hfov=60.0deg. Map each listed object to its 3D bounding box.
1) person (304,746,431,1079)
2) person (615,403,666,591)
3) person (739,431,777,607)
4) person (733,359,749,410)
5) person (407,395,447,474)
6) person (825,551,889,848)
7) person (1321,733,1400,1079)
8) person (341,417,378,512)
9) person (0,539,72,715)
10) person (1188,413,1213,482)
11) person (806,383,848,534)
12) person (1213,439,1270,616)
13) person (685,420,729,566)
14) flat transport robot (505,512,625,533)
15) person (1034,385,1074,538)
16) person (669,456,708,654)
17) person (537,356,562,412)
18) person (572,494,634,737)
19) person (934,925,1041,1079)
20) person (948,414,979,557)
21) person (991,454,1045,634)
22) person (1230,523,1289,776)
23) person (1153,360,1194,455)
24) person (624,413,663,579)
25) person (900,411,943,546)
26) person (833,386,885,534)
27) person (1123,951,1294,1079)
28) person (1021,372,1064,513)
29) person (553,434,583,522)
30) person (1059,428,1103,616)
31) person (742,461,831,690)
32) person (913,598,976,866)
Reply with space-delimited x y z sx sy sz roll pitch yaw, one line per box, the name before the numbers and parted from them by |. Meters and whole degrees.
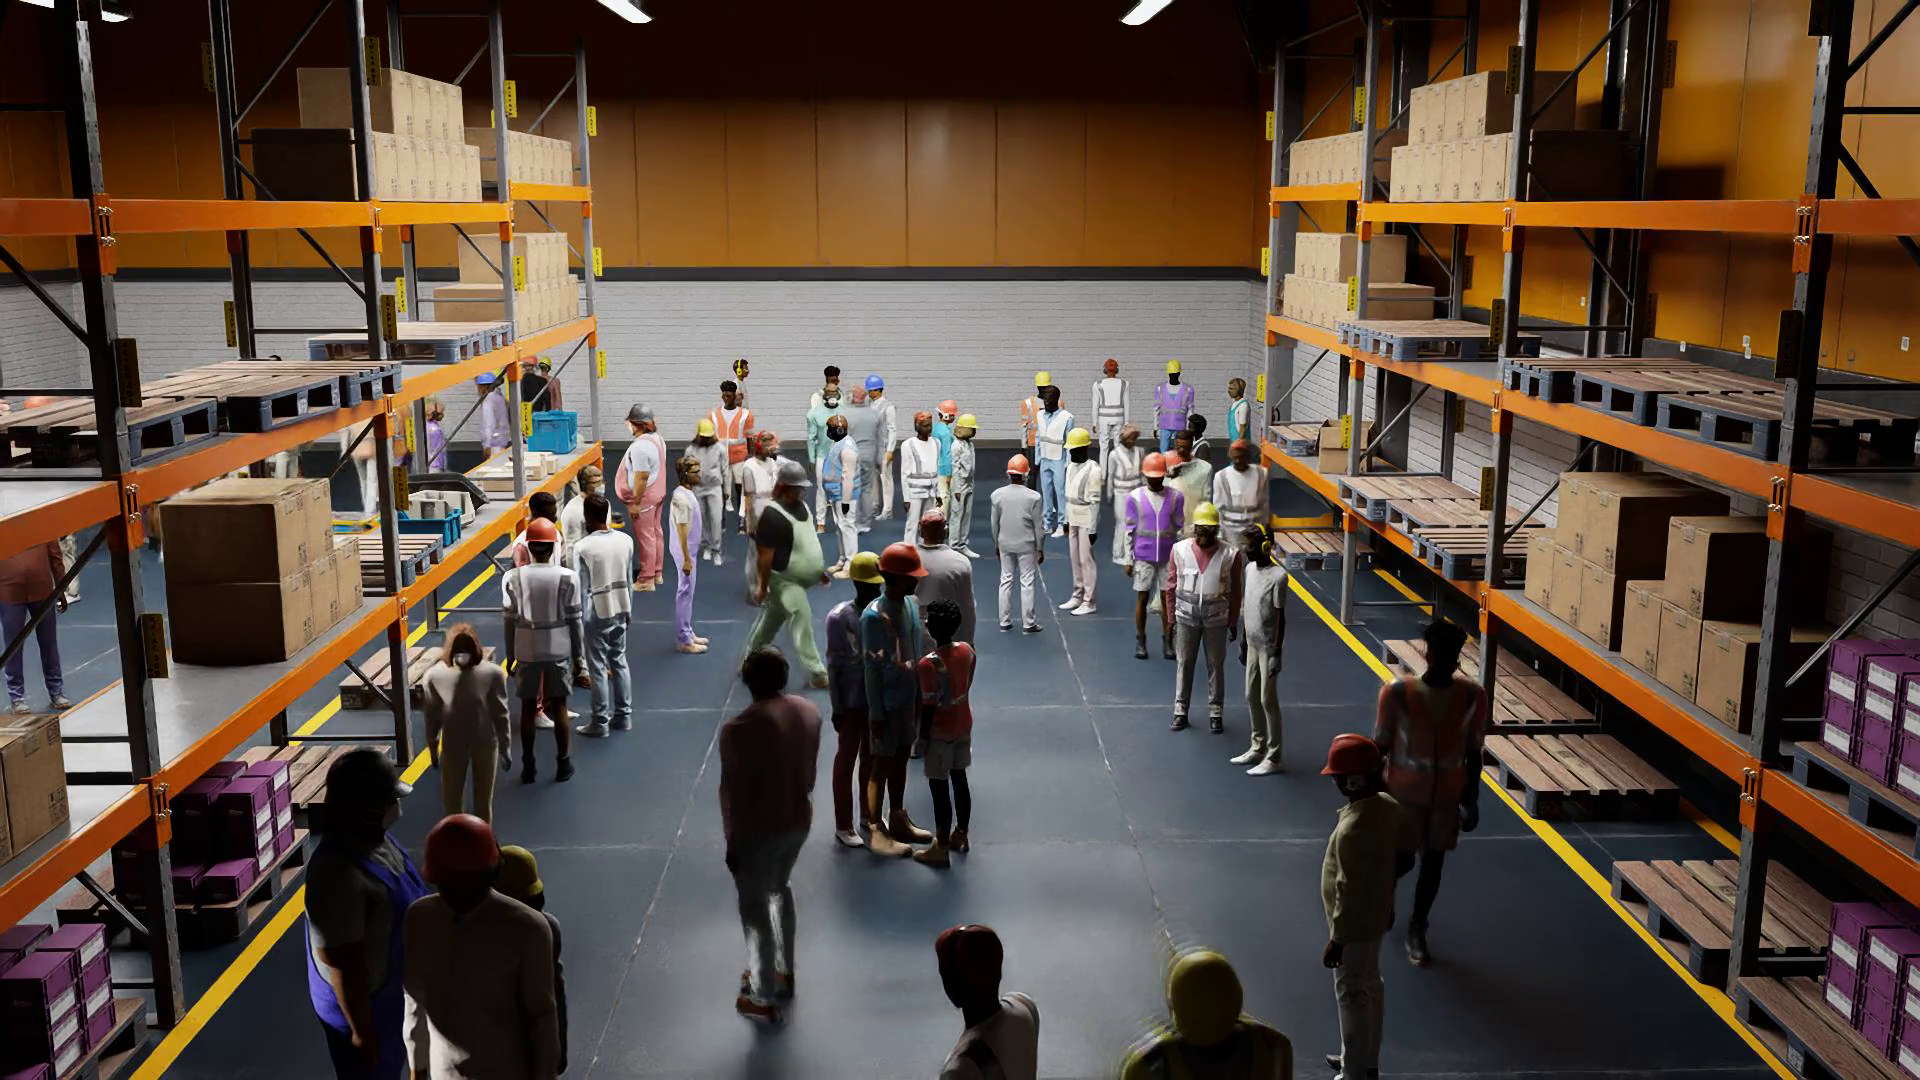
person | -2.289 1.797 6.621 0.536 2.000 0.672 -2 11 -11
person | -3.459 -0.472 18.001 0.538 2.000 0.683 1 11 7
person | -2.083 -0.224 17.296 0.398 1.834 0.573 5 12 22
person | -3.274 -1.782 24.998 0.328 1.872 0.513 -2 11 -8
person | -7.903 -1.601 24.491 0.908 1.726 0.532 6 13 26
person | -0.613 1.014 10.832 0.385 1.928 0.589 11 16 43
person | 1.810 1.734 7.680 0.334 1.743 0.560 7 13 30
person | -7.734 -1.113 21.650 0.619 1.877 0.960 -2 11 -9
person | -7.609 0.446 13.547 0.614 1.987 0.408 -10 15 -42
person | 2.848 -0.671 19.897 0.322 1.692 0.531 -1 11 -4
person | -1.628 -1.039 21.129 0.631 1.932 0.373 -3 12 -12
person | 2.815 -0.115 16.696 0.609 1.844 0.589 -1 11 -3
person | -2.939 -0.555 19.280 0.505 1.684 0.849 -1 11 -6
flat transport robot | -5.068 -0.226 21.219 1.431 0.197 0.652 2 11 8
person | 1.186 -0.994 20.927 0.372 1.916 0.597 -11 16 -44
person | -2.529 0.131 15.468 0.329 1.844 0.516 -1 11 -5
person | -6.667 -2.078 26.783 0.532 1.754 0.340 -1 11 -3
person | -2.779 0.590 13.024 0.410 1.908 0.598 7 13 32
person | 0.075 2.125 5.366 0.359 1.886 0.573 5 12 22
person | 0.062 -0.615 19.497 0.324 1.737 0.488 5 12 25
person | 0.573 0.041 16.140 0.563 1.755 0.320 6 13 26
person | 2.193 0.789 12.157 0.346 1.856 0.525 -5 12 -22
person | 3.107 -1.664 24.260 0.593 1.926 0.366 3 12 14
person | -3.516 -0.521 18.520 0.385 1.932 0.543 -3 12 -13
person | -0.421 -0.501 18.542 0.358 1.882 0.574 11 15 43
person | -1.269 -0.997 21.070 0.705 1.877 0.616 -5 12 -25
person | 0.809 2.151 5.307 0.654 1.868 0.820 -3 12 -17
person | 1.115 -1.317 22.522 0.588 1.927 0.366 0 11 -1
person | -4.883 -0.775 20.568 0.511 1.627 0.283 -6 13 -26
person | 1.223 -0.193 16.911 0.400 1.918 0.588 -5 12 -25
person | -1.498 0.255 14.354 1.048 2.000 0.684 3 12 16
person | -0.101 1.200 10.482 0.318 1.697 0.535 7 13 31
